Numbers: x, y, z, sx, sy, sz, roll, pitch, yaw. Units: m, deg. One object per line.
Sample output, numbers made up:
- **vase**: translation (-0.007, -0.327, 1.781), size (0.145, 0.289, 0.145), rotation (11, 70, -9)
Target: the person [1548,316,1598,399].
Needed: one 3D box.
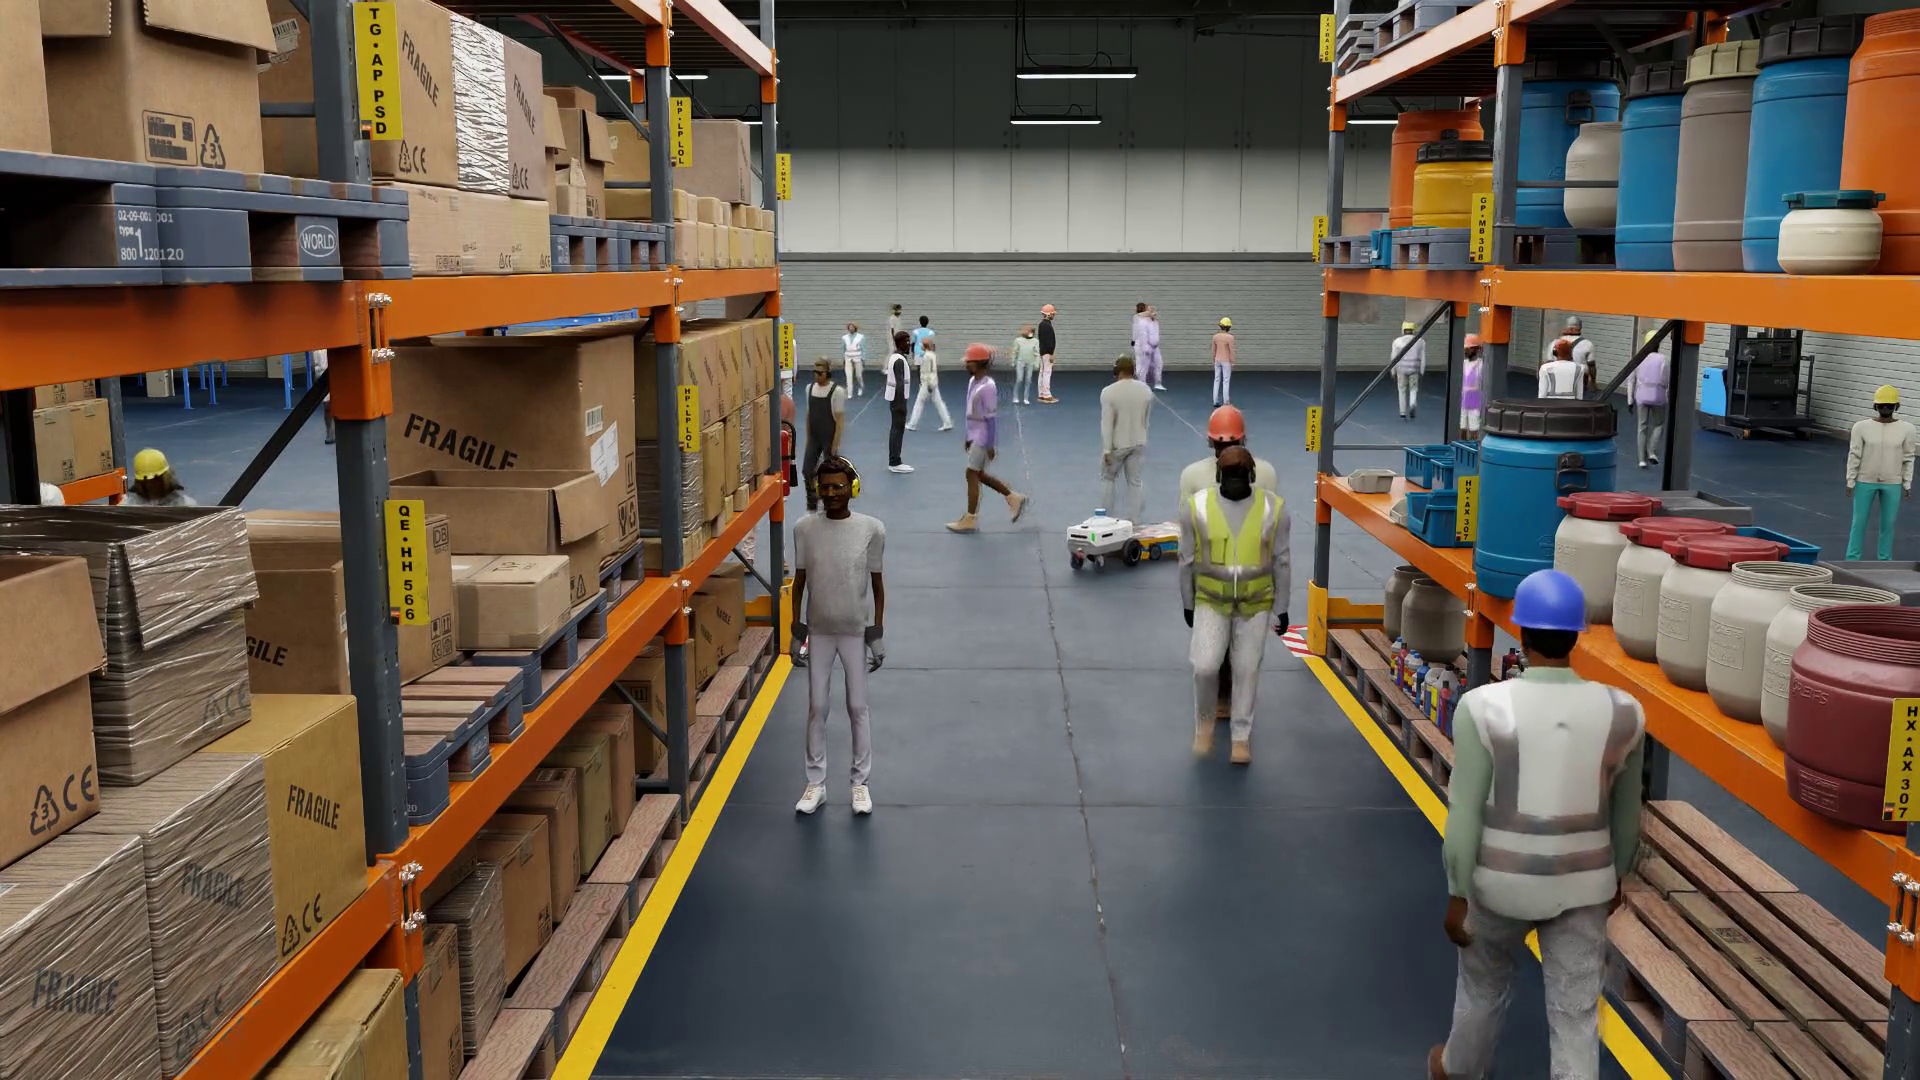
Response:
- **person**: translation (9.647, -2.495, 26.117), size (0.699, 2.000, 0.910), rotation (8, 12, 39)

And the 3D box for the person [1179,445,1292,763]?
- **person**: translation (1.565, 0.373, 9.460), size (0.634, 1.829, 0.484), rotation (1, 10, 7)

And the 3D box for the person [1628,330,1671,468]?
- **person**: translation (9.638, -1.964, 23.184), size (0.626, 1.910, 0.480), rotation (5, 11, 29)

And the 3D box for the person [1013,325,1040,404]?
- **person**: translation (1.342, -3.537, 33.508), size (0.516, 1.605, 0.452), rotation (-1, 10, -5)

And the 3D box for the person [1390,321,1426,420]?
- **person**: translation (8.114, -3.083, 30.167), size (0.620, 1.818, 0.424), rotation (1, 10, 6)

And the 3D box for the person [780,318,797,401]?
- **person**: translation (-3.014, -2.740, 27.742), size (0.617, 1.943, 0.403), rotation (-5, 11, -27)

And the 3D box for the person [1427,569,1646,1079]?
- **person**: translation (1.806, 1.033, 5.256), size (0.647, 1.901, 0.938), rotation (0, 9, 1)

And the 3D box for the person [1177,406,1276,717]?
- **person**: translation (1.673, 0.141, 10.402), size (0.648, 1.971, 0.452), rotation (2, 10, 10)

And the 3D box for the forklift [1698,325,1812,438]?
- **forklift**: translation (13.248, -3.165, 27.620), size (1.129, 2.768, 1.873), rotation (0, 9, 1)

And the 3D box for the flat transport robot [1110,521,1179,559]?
- **flat transport robot**: translation (1.955, -0.004, 16.488), size (1.431, 0.197, 0.652), rotation (-7, 12, -36)

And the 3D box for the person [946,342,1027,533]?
- **person**: translation (0.288, -1.097, 17.692), size (0.829, 2.026, 0.619), rotation (-2, 10, -11)

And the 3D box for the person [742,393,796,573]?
- **person**: translation (-1.810, -0.693, 15.335), size (0.612, 1.995, 0.377), rotation (-2, 10, -12)

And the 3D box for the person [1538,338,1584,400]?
- **person**: translation (7.668, -1.633, 21.293), size (0.574, 1.885, 0.356), rotation (0, 9, -2)

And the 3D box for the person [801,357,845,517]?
- **person**: translation (-1.528, -1.090, 18.228), size (0.537, 1.816, 0.626), rotation (5, 11, 27)

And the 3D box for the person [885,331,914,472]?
- **person**: translation (-0.843, -1.899, 22.789), size (0.372, 1.916, 0.596), rotation (-1, 10, -8)

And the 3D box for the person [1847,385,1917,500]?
- **person**: translation (8.242, -0.507, 14.904), size (0.533, 1.766, 0.328), rotation (4, 10, 22)

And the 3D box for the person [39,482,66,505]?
- **person**: translation (-5.592, 0.256, 10.053), size (0.596, 1.851, 0.792), rotation (0, 9, 1)

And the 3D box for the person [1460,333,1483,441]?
- **person**: translation (6.824, -1.788, 22.117), size (0.555, 1.918, 0.561), rotation (-6, 11, -33)

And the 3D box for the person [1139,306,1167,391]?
- **person**: translation (4.291, -4.237, 36.909), size (0.747, 1.882, 0.650), rotation (9, 13, 43)

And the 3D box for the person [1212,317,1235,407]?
- **person**: translation (5.224, -3.510, 32.891), size (0.313, 1.767, 0.533), rotation (-9, 13, -43)

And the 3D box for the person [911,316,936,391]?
- **person**: translation (-0.823, -4.172, 37.212), size (0.546, 1.651, 0.894), rotation (-1, 10, -7)

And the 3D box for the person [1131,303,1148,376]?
- **person**: translation (4.554, -5.063, 41.969), size (0.619, 1.845, 0.430), rotation (-8, 12, -40)

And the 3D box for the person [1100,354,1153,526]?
- **person**: translation (1.659, -0.971, 17.245), size (0.635, 1.907, 0.805), rotation (-4, 10, -22)

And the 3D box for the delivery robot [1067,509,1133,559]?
- **delivery robot**: translation (1.314, -0.048, 15.623), size (0.477, 0.478, 0.707), rotation (8, 12, 38)

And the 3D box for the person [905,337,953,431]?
- **person**: translation (-0.531, -2.635, 28.180), size (0.875, 1.594, 0.515), rotation (2, 10, 14)

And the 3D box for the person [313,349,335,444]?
- **person**: translation (-9.995, -2.522, 26.516), size (0.552, 1.919, 0.774), rotation (-1, 10, -7)

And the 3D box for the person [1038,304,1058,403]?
- **person**: translation (1.788, -3.821, 34.064), size (0.379, 1.996, 0.611), rotation (-3, 10, -16)

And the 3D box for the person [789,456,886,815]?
- **person**: translation (-0.638, 0.490, 8.622), size (0.511, 1.872, 0.328), rotation (1, 9, 4)

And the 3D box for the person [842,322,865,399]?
- **person**: translation (-2.231, -3.803, 35.078), size (0.520, 1.617, 0.698), rotation (2, 10, 11)

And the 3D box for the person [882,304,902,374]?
- **person**: translation (-1.644, -5.100, 42.328), size (0.823, 1.812, 0.530), rotation (9, 13, 42)

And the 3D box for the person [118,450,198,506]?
- **person**: translation (-4.929, 0.299, 10.277), size (0.479, 1.704, 0.769), rotation (-4, 10, -23)
